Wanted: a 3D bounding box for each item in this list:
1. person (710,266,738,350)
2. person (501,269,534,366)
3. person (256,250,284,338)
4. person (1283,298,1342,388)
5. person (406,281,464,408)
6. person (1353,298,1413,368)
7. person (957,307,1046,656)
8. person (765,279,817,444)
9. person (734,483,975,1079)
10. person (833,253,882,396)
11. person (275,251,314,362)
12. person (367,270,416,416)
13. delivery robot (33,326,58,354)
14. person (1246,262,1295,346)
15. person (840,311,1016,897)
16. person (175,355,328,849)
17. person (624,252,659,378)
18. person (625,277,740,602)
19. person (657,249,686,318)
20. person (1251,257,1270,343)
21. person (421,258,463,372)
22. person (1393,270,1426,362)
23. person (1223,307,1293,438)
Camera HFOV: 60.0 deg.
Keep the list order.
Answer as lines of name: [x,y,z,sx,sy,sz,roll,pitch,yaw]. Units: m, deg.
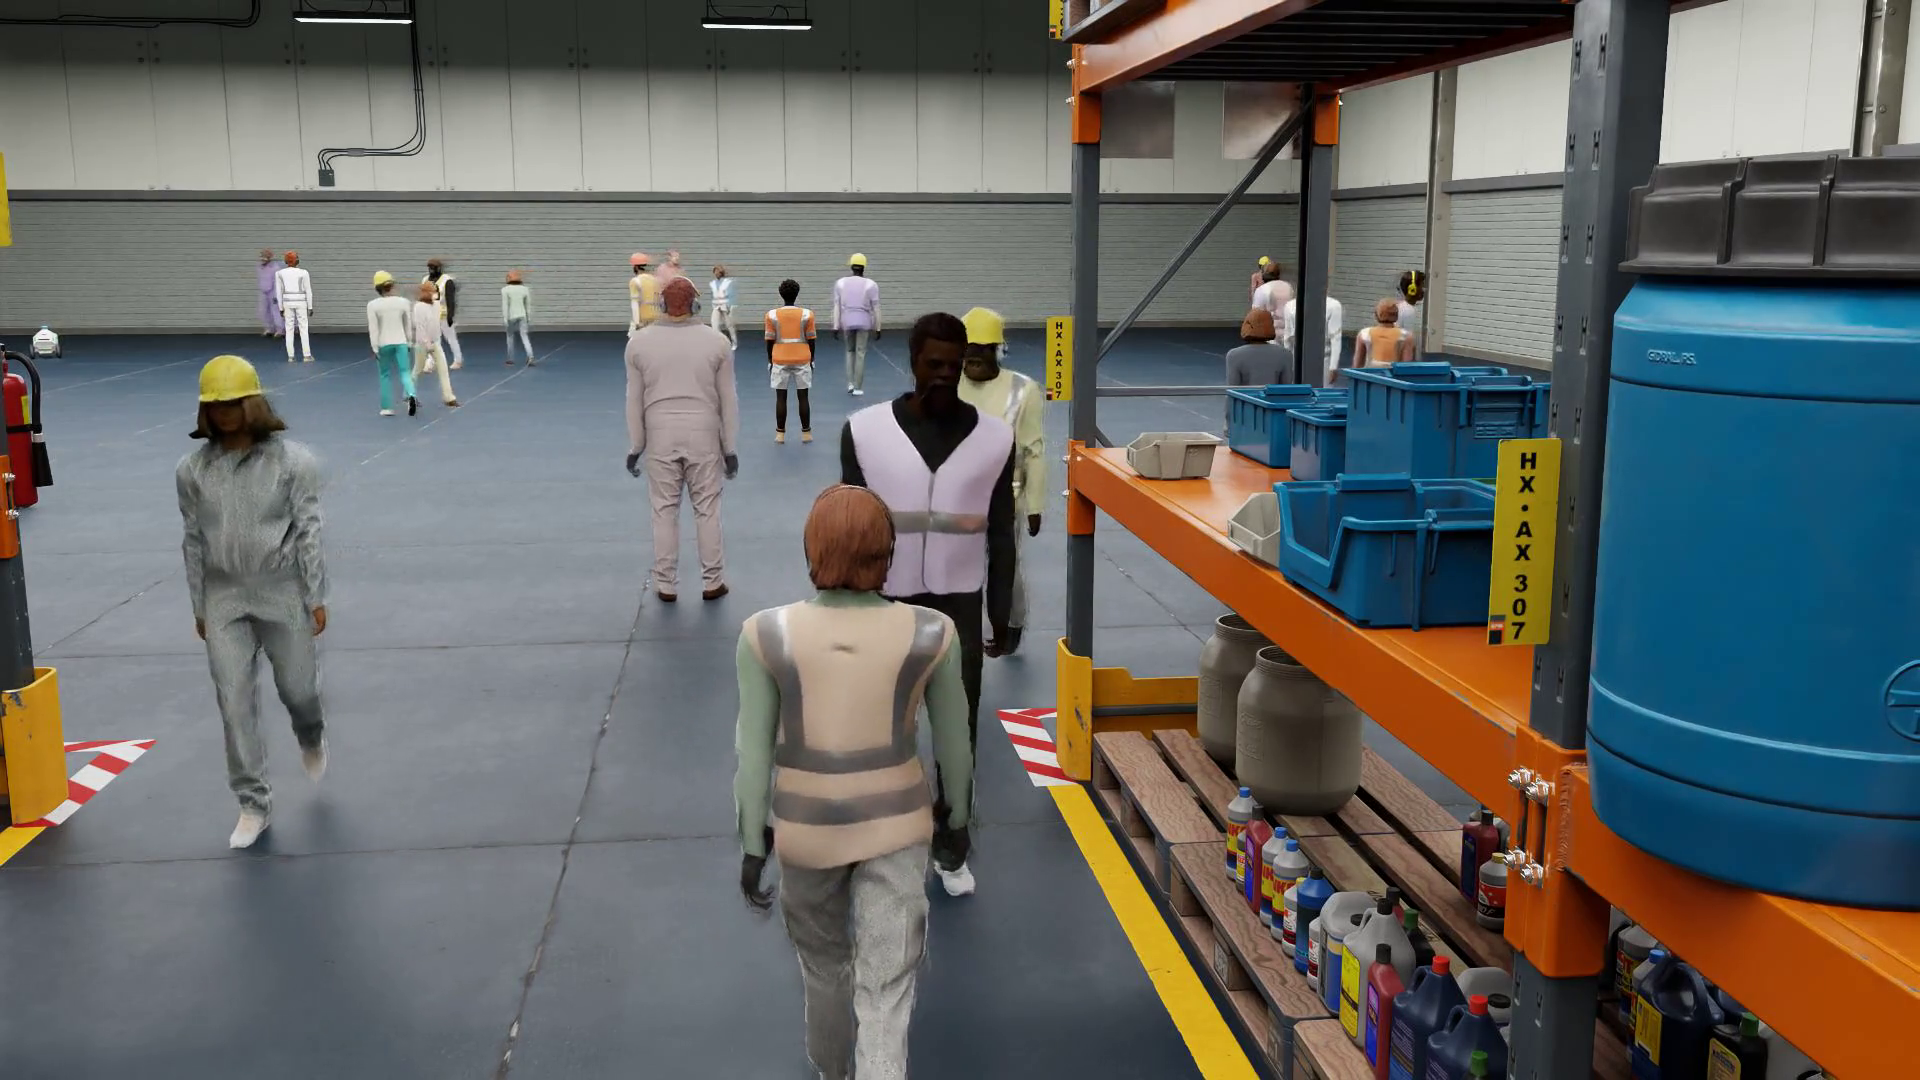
person: [-4.431,-4.309,31.002,0.511,1.600,0.852,4,11,20]
person: [-7.316,-3.676,27.535,0.510,1.599,0.794,-8,13,-38]
person: [-14.483,-5.156,34.941,0.669,1.856,0.646,4,11,22]
person: [3.261,-1.609,15.540,0.607,1.841,0.881,6,12,28]
person: [-6.668,-2.445,20.846,0.847,1.589,0.499,5,12,28]
person: [3.692,-1.317,14.613,0.521,1.604,0.834,3,11,17]
person: [0.131,-0.234,8.106,0.599,1.808,0.812,3,11,14]
person: [-1.742,-1.832,17.162,0.535,1.697,0.318,-1,10,-7]
person: [-0.231,0.666,3.754,0.537,1.588,0.882,-1,10,-3]
person: [-1.366,-2.911,22.488,0.629,1.899,0.713,2,10,9]
person: [-11.385,-3.992,28.495,0.575,1.882,0.355,-1,10,-7]
person: [-6.709,-2.313,19.664,0.531,1.745,0.724,-7,13,-34]
delivery robot: [-16.101,-3.518,29.279,0.477,0.478,0.707,-5,11,-24]
person: [3.744,-2.524,20.604,0.654,1.819,0.756,-8,13,-38]
person: [-0.113,0.184,5.556,0.605,1.898,0.651,-2,10,-9]
person: [-2.520,0.189,5.993,0.490,1.727,0.599,-2,10,-10]
person: [-4.695,-3.353,24.942,0.902,1.906,0.544,9,13,39]
person: [-1.626,-0.582,9.785,0.664,1.894,0.426,-1,10,-5]
person: [-5.605,-4.718,32.433,0.665,1.892,0.541,-9,14,-40]
person: [5.714,-4.474,31.476,0.524,1.760,0.328,-9,14,-40]
person: [-8.277,-3.586,26.533,0.628,1.800,0.961,3,11,18]
person: [4.096,-1.564,15.315,0.917,1.837,0.527,2,10,9]
person: [2.140,-0.855,11.966,0.500,1.636,0.284,-1,10,-7]
